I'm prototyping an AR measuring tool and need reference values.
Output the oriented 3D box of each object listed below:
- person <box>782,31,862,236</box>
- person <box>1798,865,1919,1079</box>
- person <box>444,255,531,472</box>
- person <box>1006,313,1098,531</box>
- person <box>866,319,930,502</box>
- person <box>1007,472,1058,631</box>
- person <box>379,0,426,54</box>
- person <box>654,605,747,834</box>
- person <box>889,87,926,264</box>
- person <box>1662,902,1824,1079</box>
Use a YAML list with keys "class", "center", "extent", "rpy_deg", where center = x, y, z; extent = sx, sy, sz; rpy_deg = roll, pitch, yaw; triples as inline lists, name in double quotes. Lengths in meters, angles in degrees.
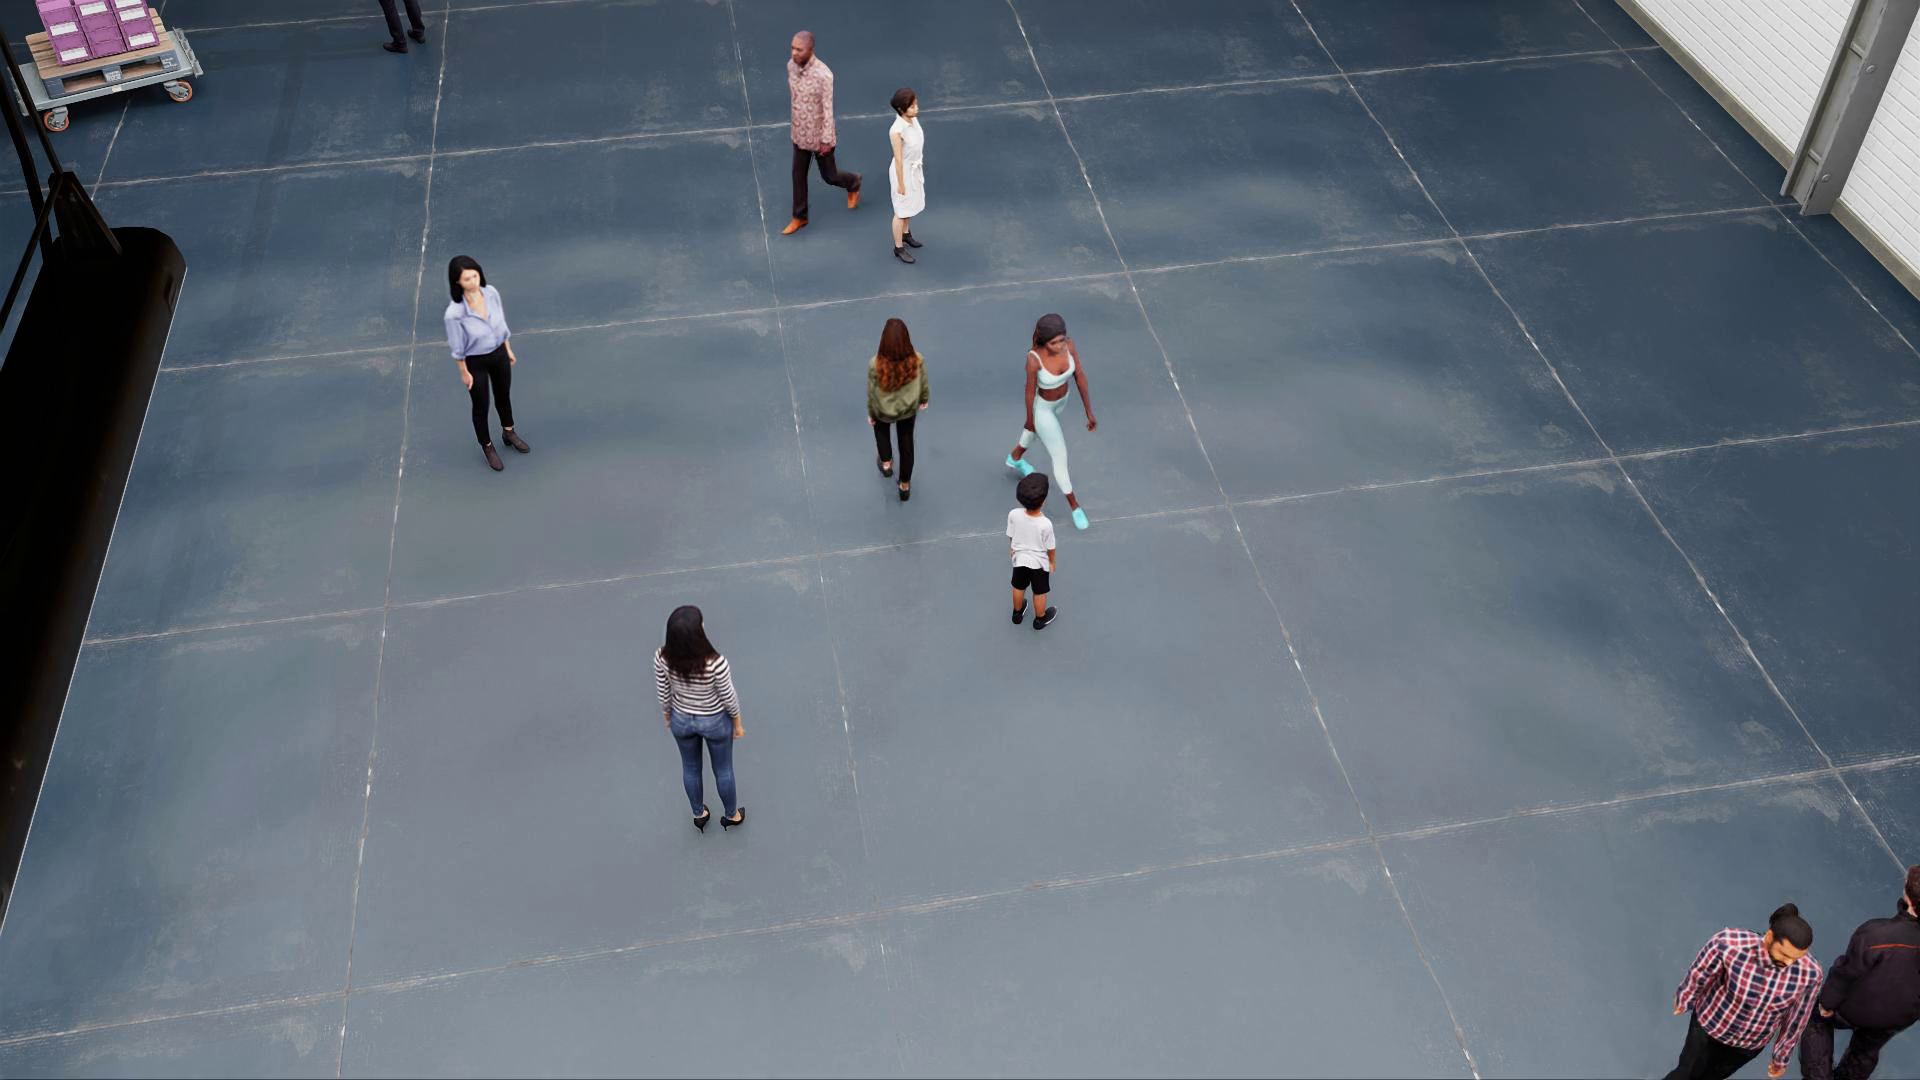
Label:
- class: "person"
  center: [-1.191, -3.506, 14.204]
  extent: [1.130, 1.782, 1.175]
  rpy_deg: [28, 50, 26]
- class: "person"
  center: [4.465, 2.305, 8.073]
  extent: [0.833, 1.825, 0.829]
  rpy_deg: [7, 44, 7]
- class: "person"
  center: [-3.396, -1.284, 11.899]
  extent: [0.758, 1.743, 0.720]
  rpy_deg: [31, 51, 28]
- class: "person"
  center: [0.568, -0.941, 11.598]
  extent: [0.969, 1.663, 1.218]
  rpy_deg: [-31, 52, -29]
- class: "person"
  center: [-0.438, -0.872, 11.672]
  extent: [0.603, 1.461, 0.690]
  rpy_deg: [-7, 44, -7]
- class: "person"
  center: [0.464, 0.086, 10.809]
  extent: [0.574, 1.262, 0.621]
  rpy_deg: [19, 47, 19]
- class: "person"
  center: [-5.726, -5.784, 16.552]
  extent: [0.852, 1.840, 0.785]
  rpy_deg: [24, 49, 23]
- class: "person"
  center: [-1.468, 1.040, 9.422]
  extent: [0.654, 1.795, 0.610]
  rpy_deg: [6, 44, 6]
- class: "person"
  center: [-0.454, -3.071, 13.911]
  extent: [0.696, 1.555, 0.582]
  rpy_deg: [10, 45, 11]
- class: "person"
  center: [3.792, 2.292, 8.147]
  extent: [0.808, 1.741, 0.826]
  rpy_deg: [12, 45, 12]
